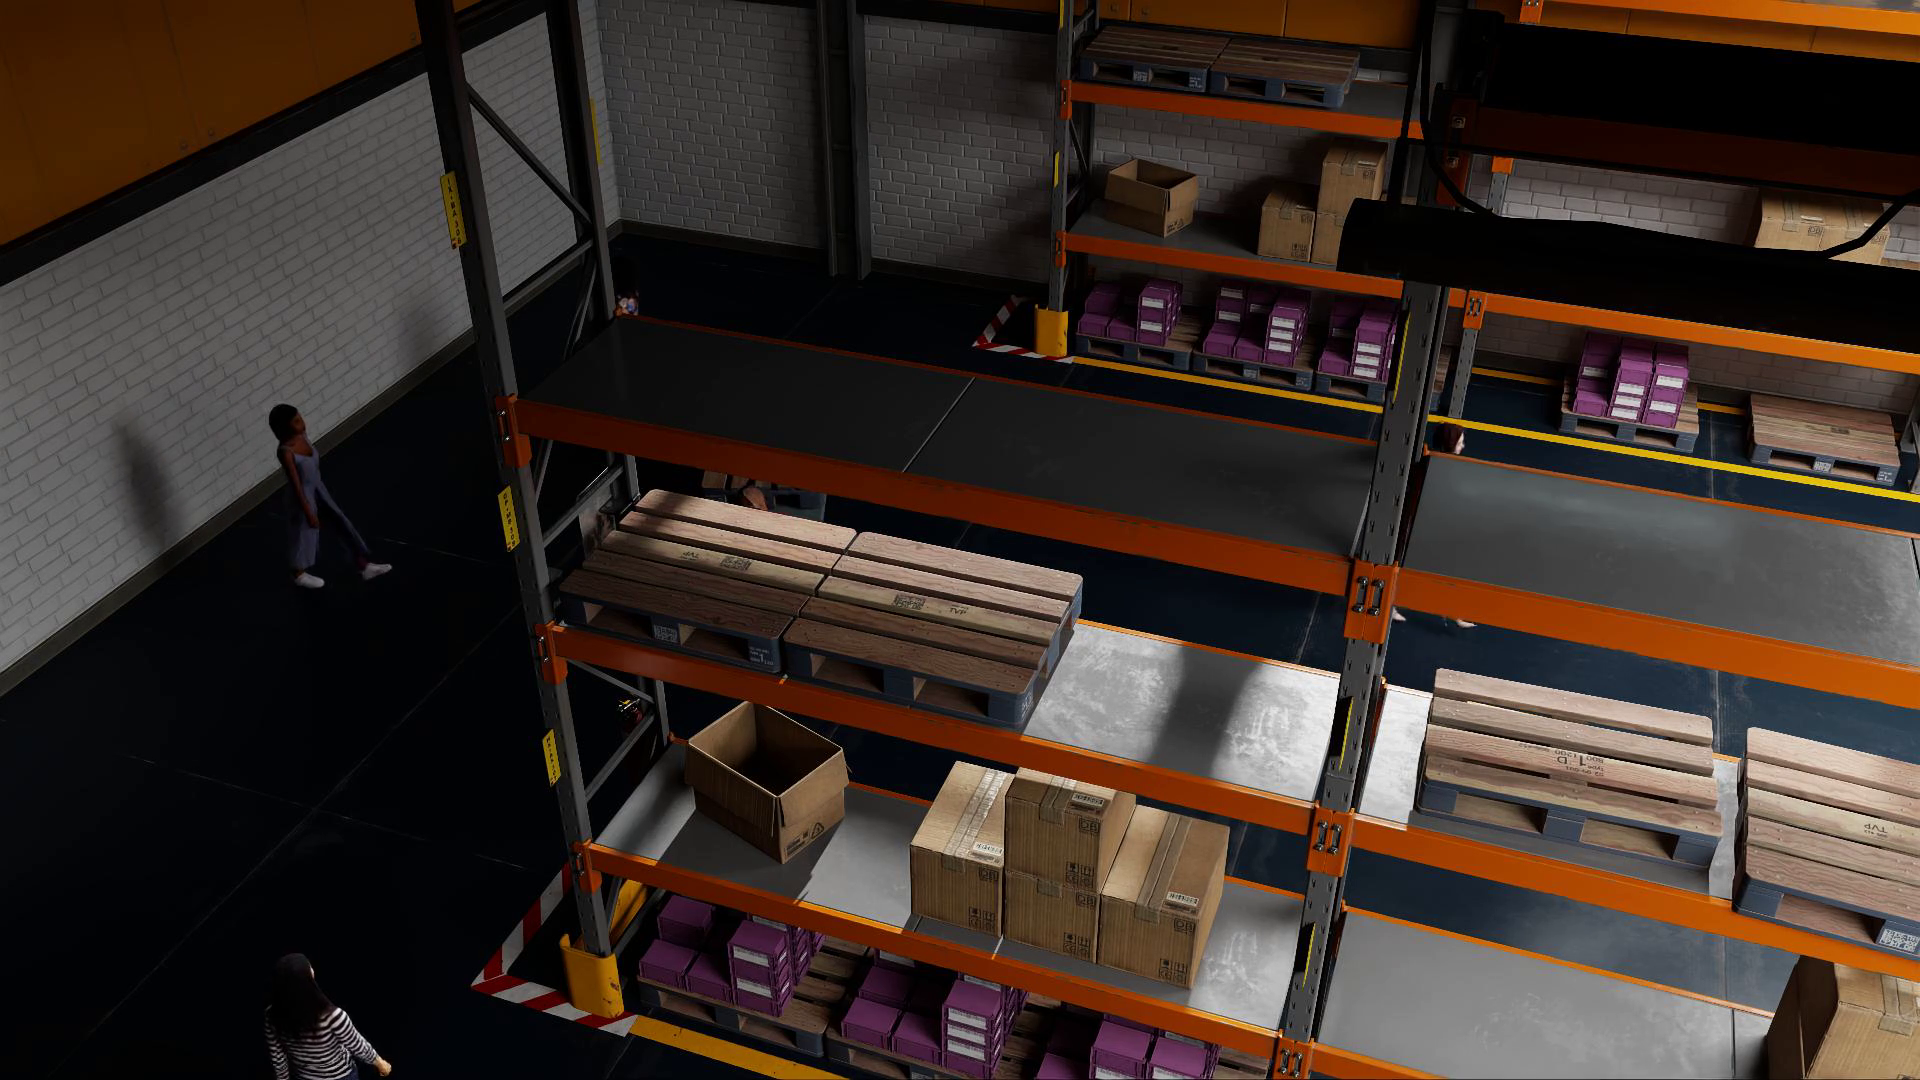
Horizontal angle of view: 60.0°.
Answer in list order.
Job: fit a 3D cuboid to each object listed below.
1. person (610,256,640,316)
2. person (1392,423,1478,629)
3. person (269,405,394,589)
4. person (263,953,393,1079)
[{"bbox_3d":[-3.010,-1.787,15.201,0.600,1.732,0.649,1,34,2],"label":"person"},{"bbox_3d":[3.455,-0.107,12.637,1.058,1.773,0.792,22,40,30],"label":"person"},{"bbox_3d":[-5.209,-0.311,13.043,1.086,1.663,0.768,3,34,5],"label":"person"},{"bbox_3d":[-3.161,2.825,8.257,1.124,1.738,0.786,6,34,8],"label":"person"}]
